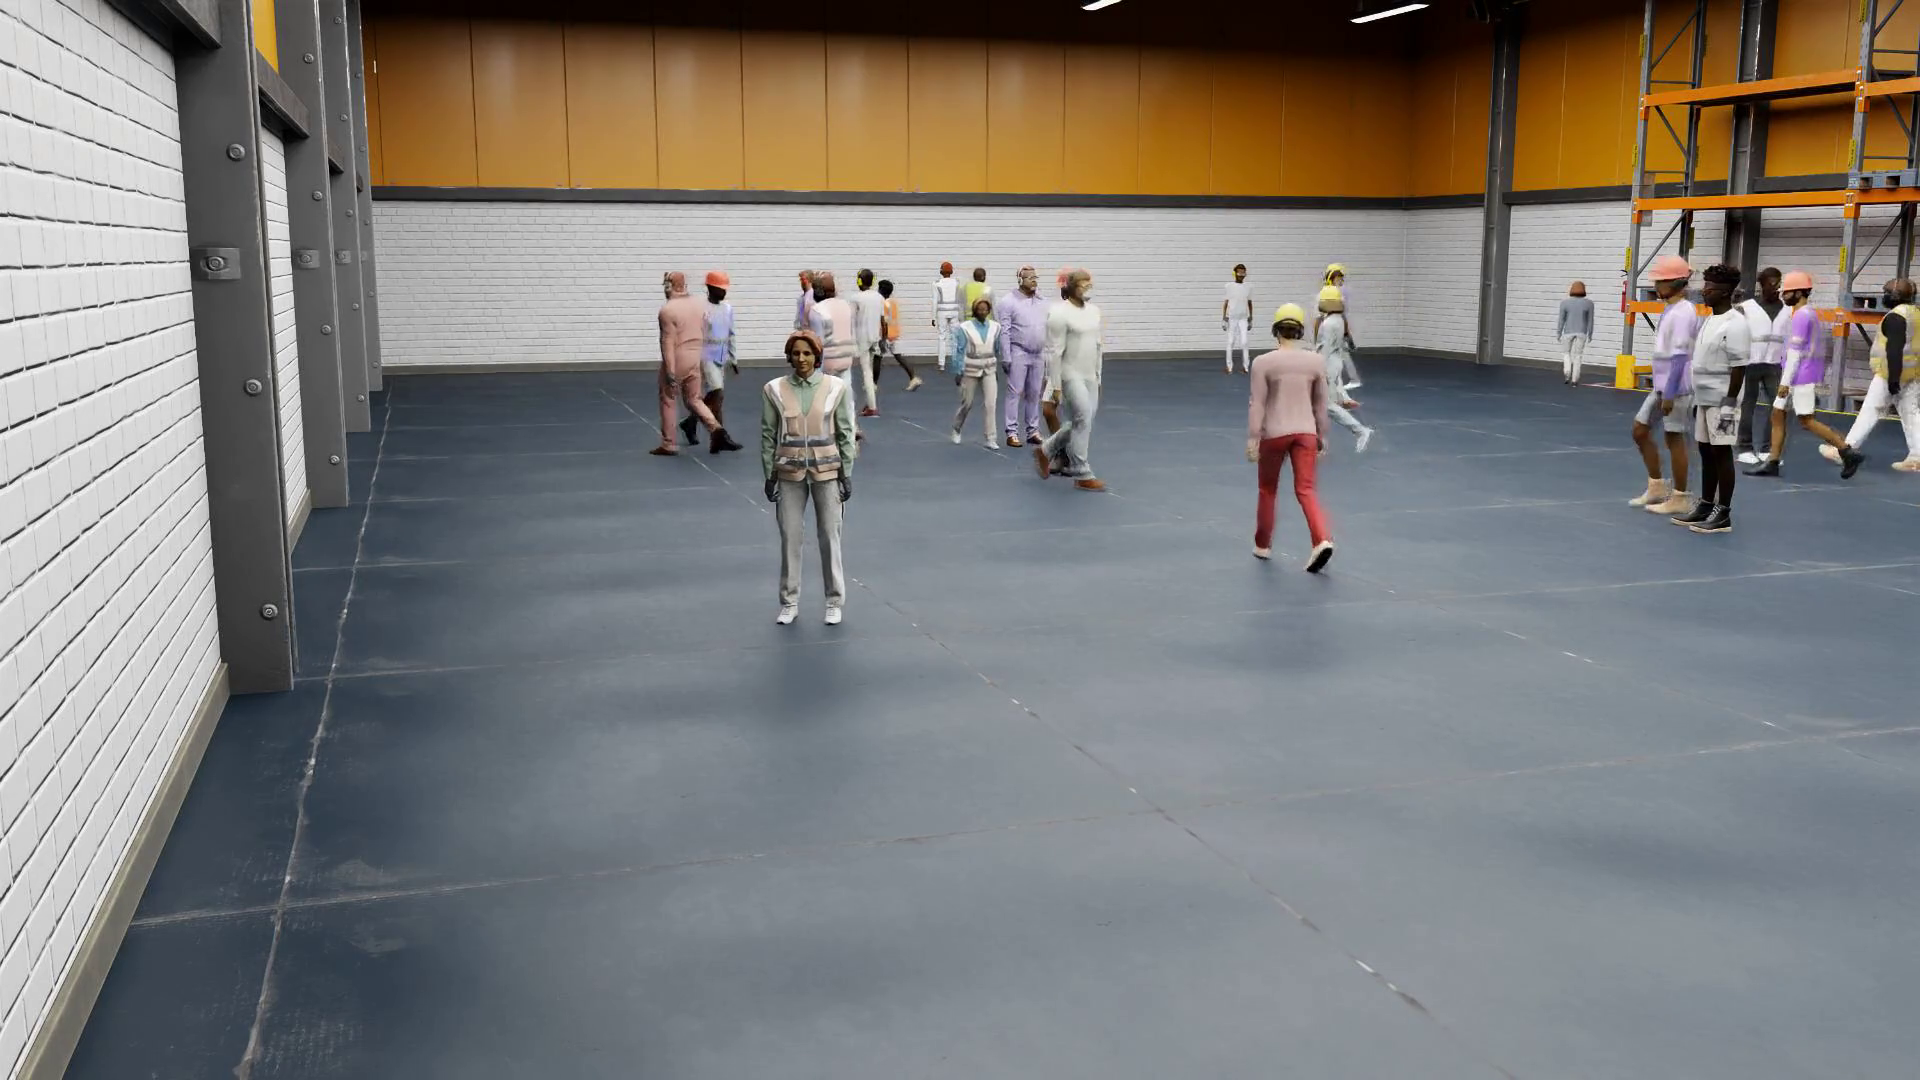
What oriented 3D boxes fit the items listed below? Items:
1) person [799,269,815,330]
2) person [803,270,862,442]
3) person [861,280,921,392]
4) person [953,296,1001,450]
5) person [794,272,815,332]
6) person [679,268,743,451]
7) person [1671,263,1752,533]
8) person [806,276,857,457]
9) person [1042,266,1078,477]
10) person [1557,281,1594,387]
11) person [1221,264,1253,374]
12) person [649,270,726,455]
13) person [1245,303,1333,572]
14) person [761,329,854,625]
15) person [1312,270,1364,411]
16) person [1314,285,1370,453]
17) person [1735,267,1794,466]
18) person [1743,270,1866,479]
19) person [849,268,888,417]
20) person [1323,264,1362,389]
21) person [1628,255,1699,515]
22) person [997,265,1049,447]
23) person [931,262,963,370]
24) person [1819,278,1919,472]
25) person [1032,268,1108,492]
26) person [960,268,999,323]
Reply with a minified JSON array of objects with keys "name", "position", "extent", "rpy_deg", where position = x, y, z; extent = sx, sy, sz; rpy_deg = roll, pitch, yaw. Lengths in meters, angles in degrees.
[{"name":"person","position":[-1.988,-2.680,22.137],"extent":[0.458,1.818,0.624],"rpy_deg":[1,10,8]},{"name":"person","position":[-1.412,-1.928,17.682],"extent":[0.982,1.865,0.654],"rpy_deg":[6,11,31]},{"name":"person","position":[-0.999,-2.995,24.425],"extent":[0.877,1.660,0.524],"rpy_deg":[4,11,24]},{"name":"person","position":[0.155,-1.770,17.511],"extent":[0.528,1.603,0.767],"rpy_deg":[-4,11,-21]},{"name":"person","position":[-1.971,-2.771,22.752],"extent":[0.603,1.802,0.826],"rpy_deg":[9,13,43]},{"name":"person","position":[-2.650,-1.877,17.317],"extent":[0.887,1.894,0.594],"rpy_deg":[6,12,33]},{"name":"person","position":[5.542,-1.037,12.198],"extent":[0.369,1.967,0.601],"rpy_deg":[1,10,3]},{"name":"person","position":[-1.379,-1.734,16.711],"extent":[0.857,1.809,0.649],"rpy_deg":[8,13,39]},{"name":"person","position":[0.986,-1.520,15.121],"extent":[0.587,1.918,0.490],"rpy_deg":[6,11,30]},{"name":"person","position":[9.420,-3.152,25.455],"extent":[0.529,1.618,0.413],"rpy_deg":[3,10,17]},{"name":"person","position":[4.677,-3.718,28.050],"extent":[0.535,1.858,0.354],"rpy_deg":[1,10,3]},{"name":"person","position":[-2.758,-1.765,16.669],"extent":[0.763,1.876,0.632],"rpy_deg":[6,12,33]},{"name":"person","position":[2.151,-0.672,10.805],"extent":[0.563,1.720,0.852],"rpy_deg":[-1,10,-8]},{"name":"person","position":[-0.834,-0.338,9.135],"extent":[0.509,1.629,0.314],"rpy_deg":[0,10,0]},{"name":"person","position":[4.861,-2.587,21.599],"extent":[0.973,1.816,0.539],"rpy_deg":[9,13,42]},{"name":"person","position":[3.807,-1.713,16.829],"extent":[0.708,1.723,0.490],"rpy_deg":[5,11,25]},{"name":"person","position":[7.738,-1.658,15.989],"extent":[0.611,1.892,0.656],"rpy_deg":[-1,10,-7]},{"name":"person","position":[7.646,-1.466,14.928],"extent":[0.915,1.905,0.540],"rpy_deg":[5,11,26]},{"name":"person","position":[-1.227,-2.466,20.845],"extent":[0.541,1.846,0.692],"rpy_deg":[-9,13,-41]},{"name":"person","position":[5.614,-3.205,25.016],"extent":[1.017,1.875,0.604],"rpy_deg":[5,11,29]},{"name":"person","position":[5.453,-1.188,12.919],"extent":[0.592,2.020,0.641],"rpy_deg":[2,10,11]},{"name":"person","position":[0.708,-1.942,17.604],"extent":[0.641,1.912,0.407],"rpy_deg":[-7,12,-36]},{"name":"person","position":[-0.223,-3.897,28.999],"extent":[0.576,1.885,0.355],"rpy_deg":[-3,10,-15]},{"name":"person","position":[8.725,-1.558,15.706],"extent":[0.659,1.791,0.950],"rpy_deg":[-9,13,-41]},{"name":"person","position":[0.953,-1.388,14.391],"extent":[0.798,1.914,0.636],"rpy_deg":[8,13,38]},{"name":"person","position":[0.346,-3.661,27.916],"extent":[0.640,1.786,0.986],"rpy_deg":[5,11,27]}]
